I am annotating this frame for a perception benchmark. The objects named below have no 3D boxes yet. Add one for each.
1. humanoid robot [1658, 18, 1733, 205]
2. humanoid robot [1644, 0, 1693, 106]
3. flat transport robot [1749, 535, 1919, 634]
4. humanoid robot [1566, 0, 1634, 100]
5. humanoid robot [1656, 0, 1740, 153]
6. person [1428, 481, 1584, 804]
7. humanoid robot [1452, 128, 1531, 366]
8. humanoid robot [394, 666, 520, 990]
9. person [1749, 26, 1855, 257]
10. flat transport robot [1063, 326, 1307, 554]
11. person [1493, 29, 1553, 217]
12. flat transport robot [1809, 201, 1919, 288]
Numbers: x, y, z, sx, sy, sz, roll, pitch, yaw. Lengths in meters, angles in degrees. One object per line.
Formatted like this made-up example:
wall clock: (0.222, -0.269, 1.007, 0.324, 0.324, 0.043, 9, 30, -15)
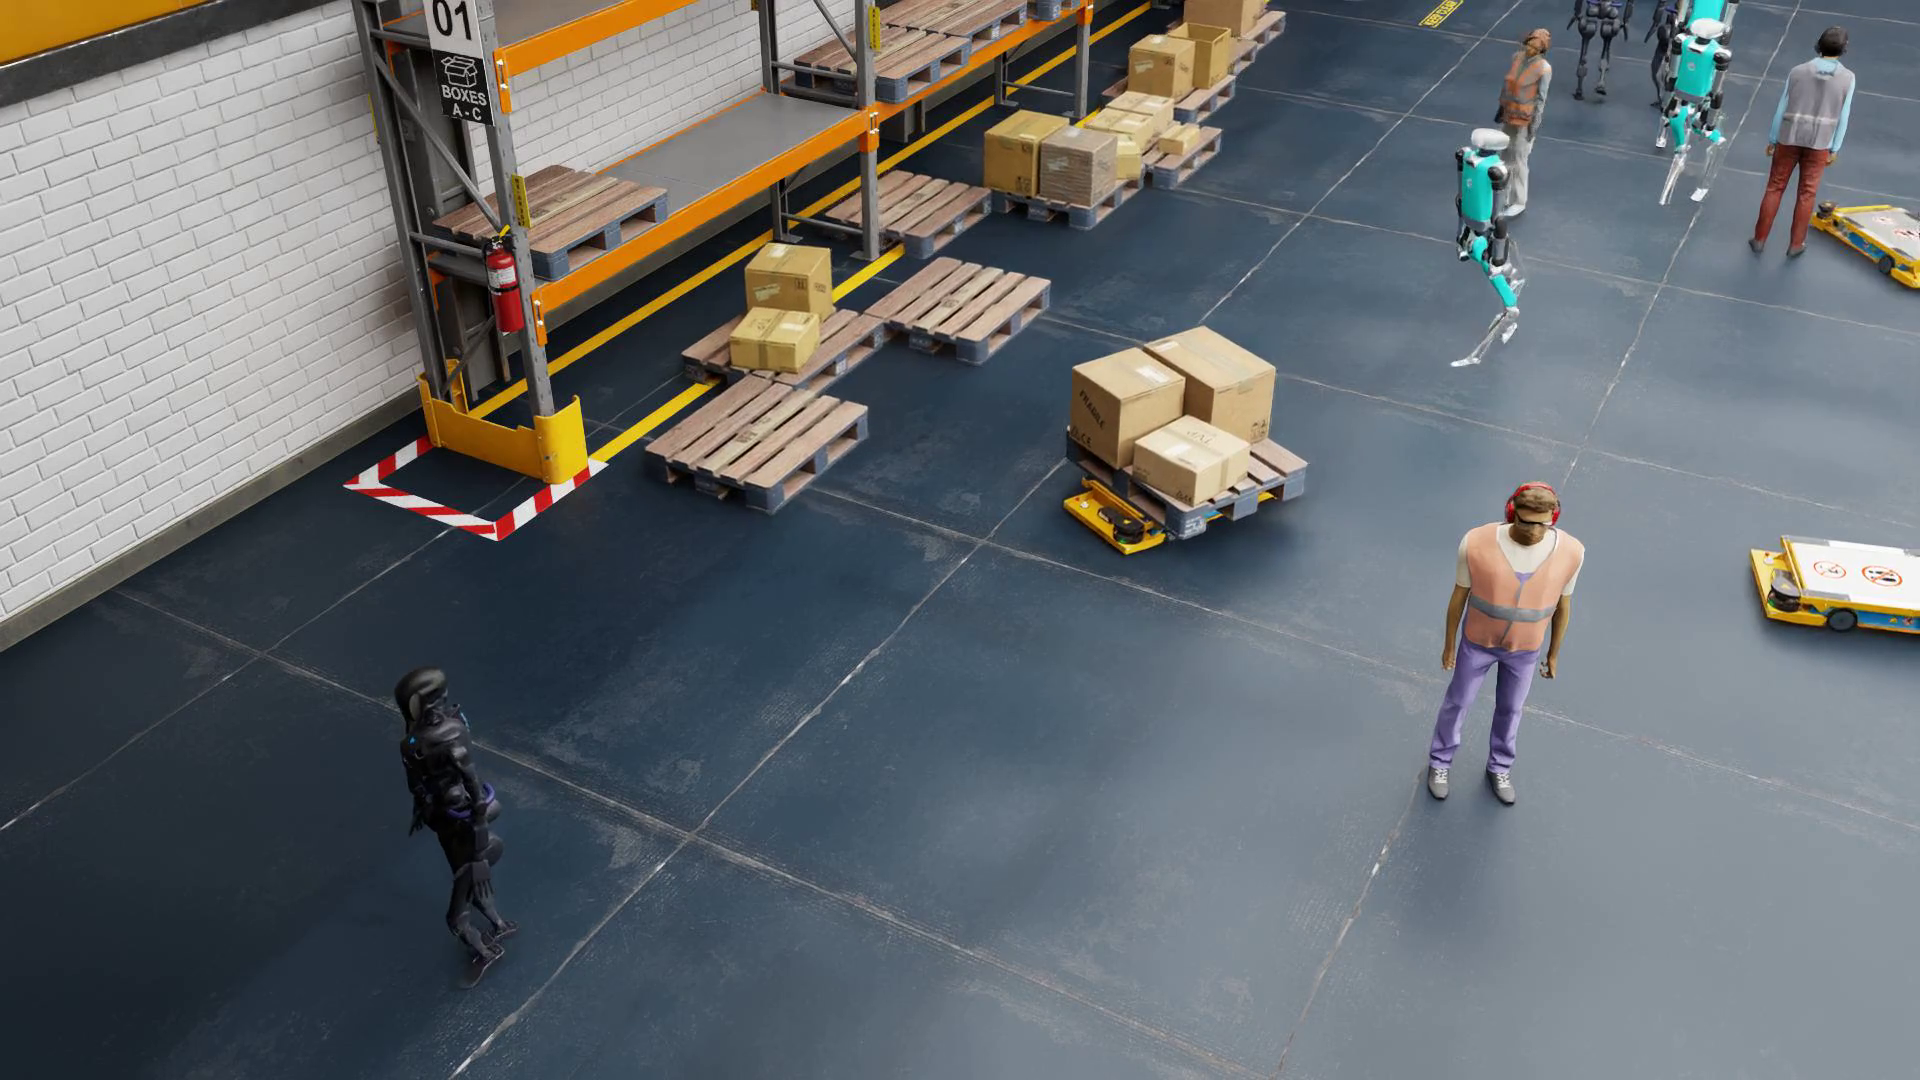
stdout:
humanoid robot: (6.495, -3.722, 14.537, 0.977, 1.777, 0.571, -24, 40, -32)
humanoid robot: (7.252, -5.183, 16.727, 0.609, 1.655, 0.390, -8, 34, -11)
flat transport robot: (5.426, 0.305, 9.687, 1.431, 0.231, 0.659, 7, 34, 11)
humanoid robot: (6.506, -5.308, 16.906, 0.609, 1.648, 0.360, 12, 35, 17)
humanoid robot: (6.809, -4.450, 15.476, 0.530, 1.702, 0.755, 17, 37, 24)
person: (2.601, 0.481, 8.004, 0.559, 1.836, 0.390, 4, 34, 6)
humanoid robot: (4.002, -2.164, 12.113, 0.947, 1.764, 0.552, -11, 35, -16)
humanoid robot: (-2.137, 1.197, 7.059, 0.602, 1.641, 0.397, 29, 43, 36)
person: (6.890, -3.231, 13.577, 0.544, 1.876, 0.408, 15, 36, 22)
flat transport robot: (1.430, -0.329, 10.646, 1.431, 0.231, 0.659, -20, 38, -27)
person: (4.849, -3.620, 14.403, 0.323, 1.623, 0.553, -8, 34, -12)
flat transport robot: (7.838, -2.488, 13.912, 0.659, 0.231, 1.431, -6, 34, -8)
